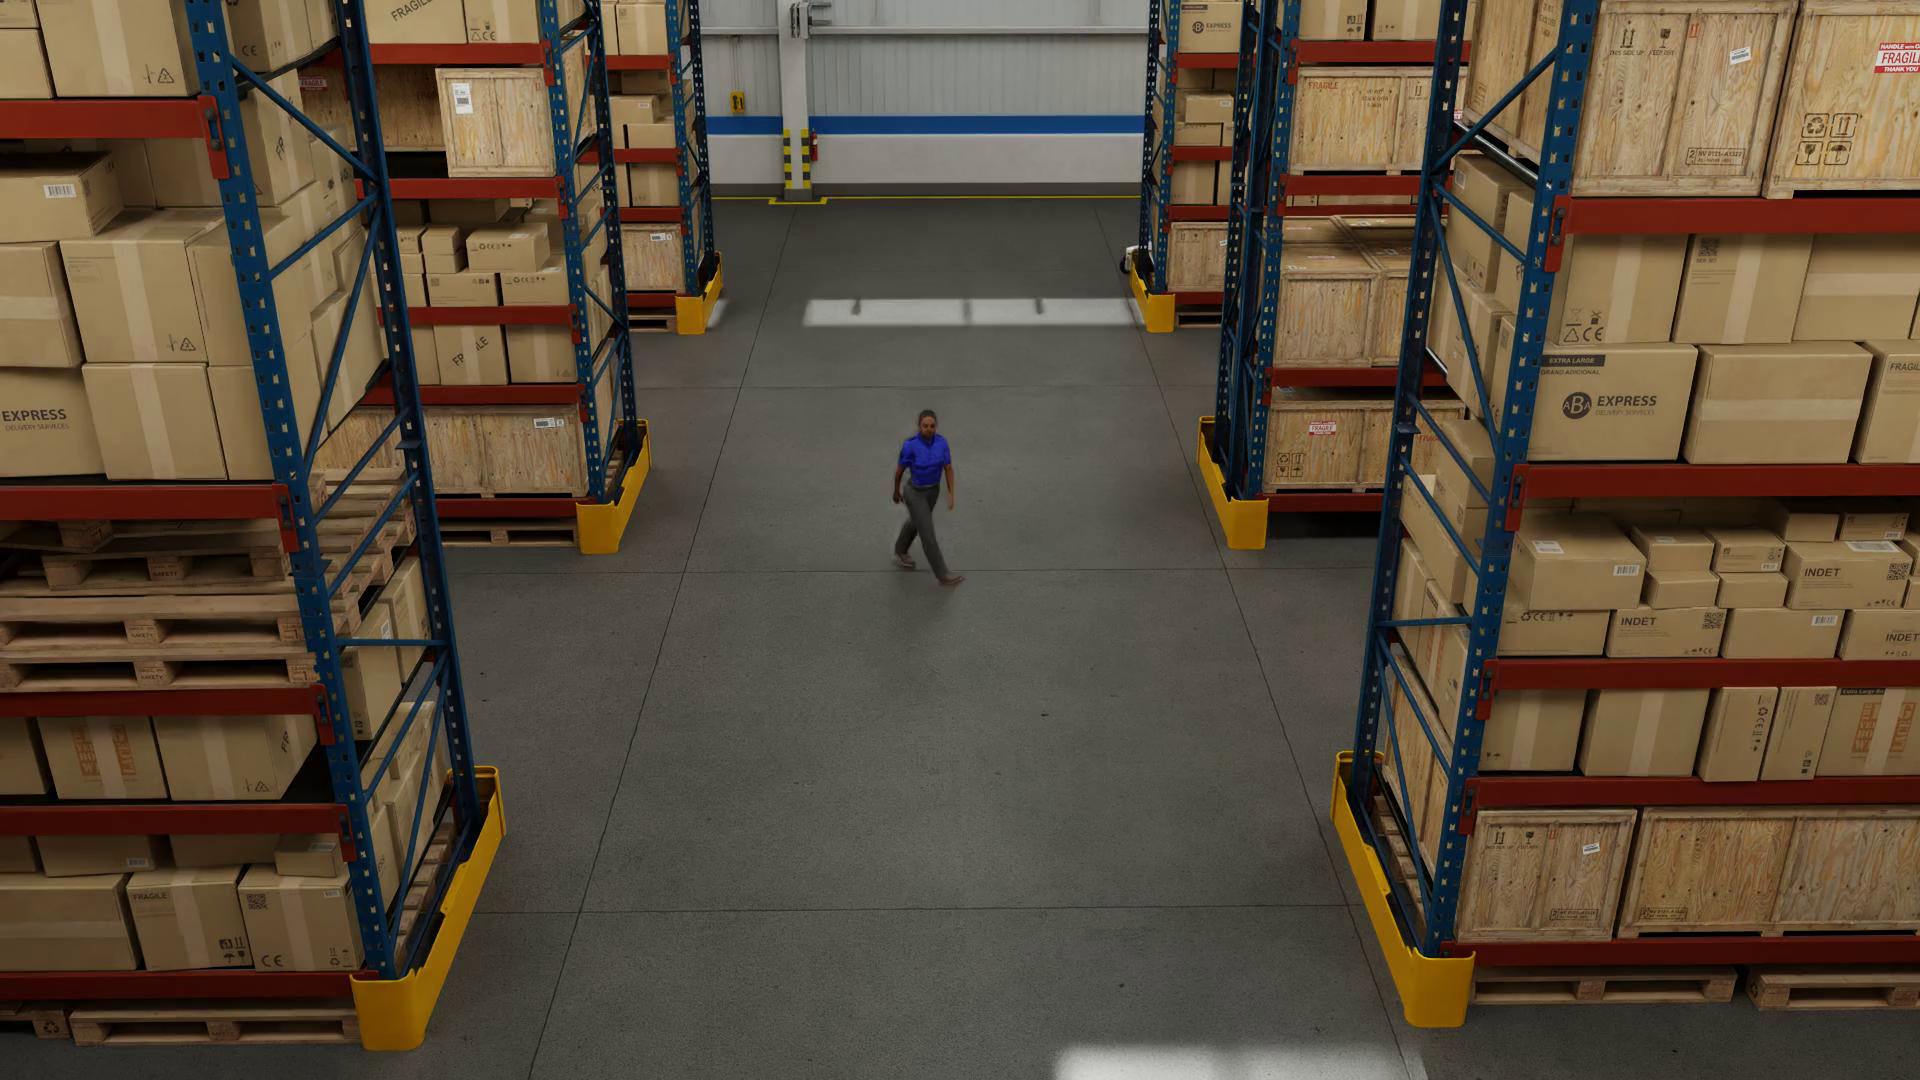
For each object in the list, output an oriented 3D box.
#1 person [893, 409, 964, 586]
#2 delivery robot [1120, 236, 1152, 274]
[{"bbox_3d":[-0.288,-0.406,14.887,0.428,1.600,1.002,-21,32,-37],"label":"person"},{"bbox_3d":[2.778,-4.035,24.092,0.704,0.535,0.667,-18,30,-33],"label":"delivery robot"}]
